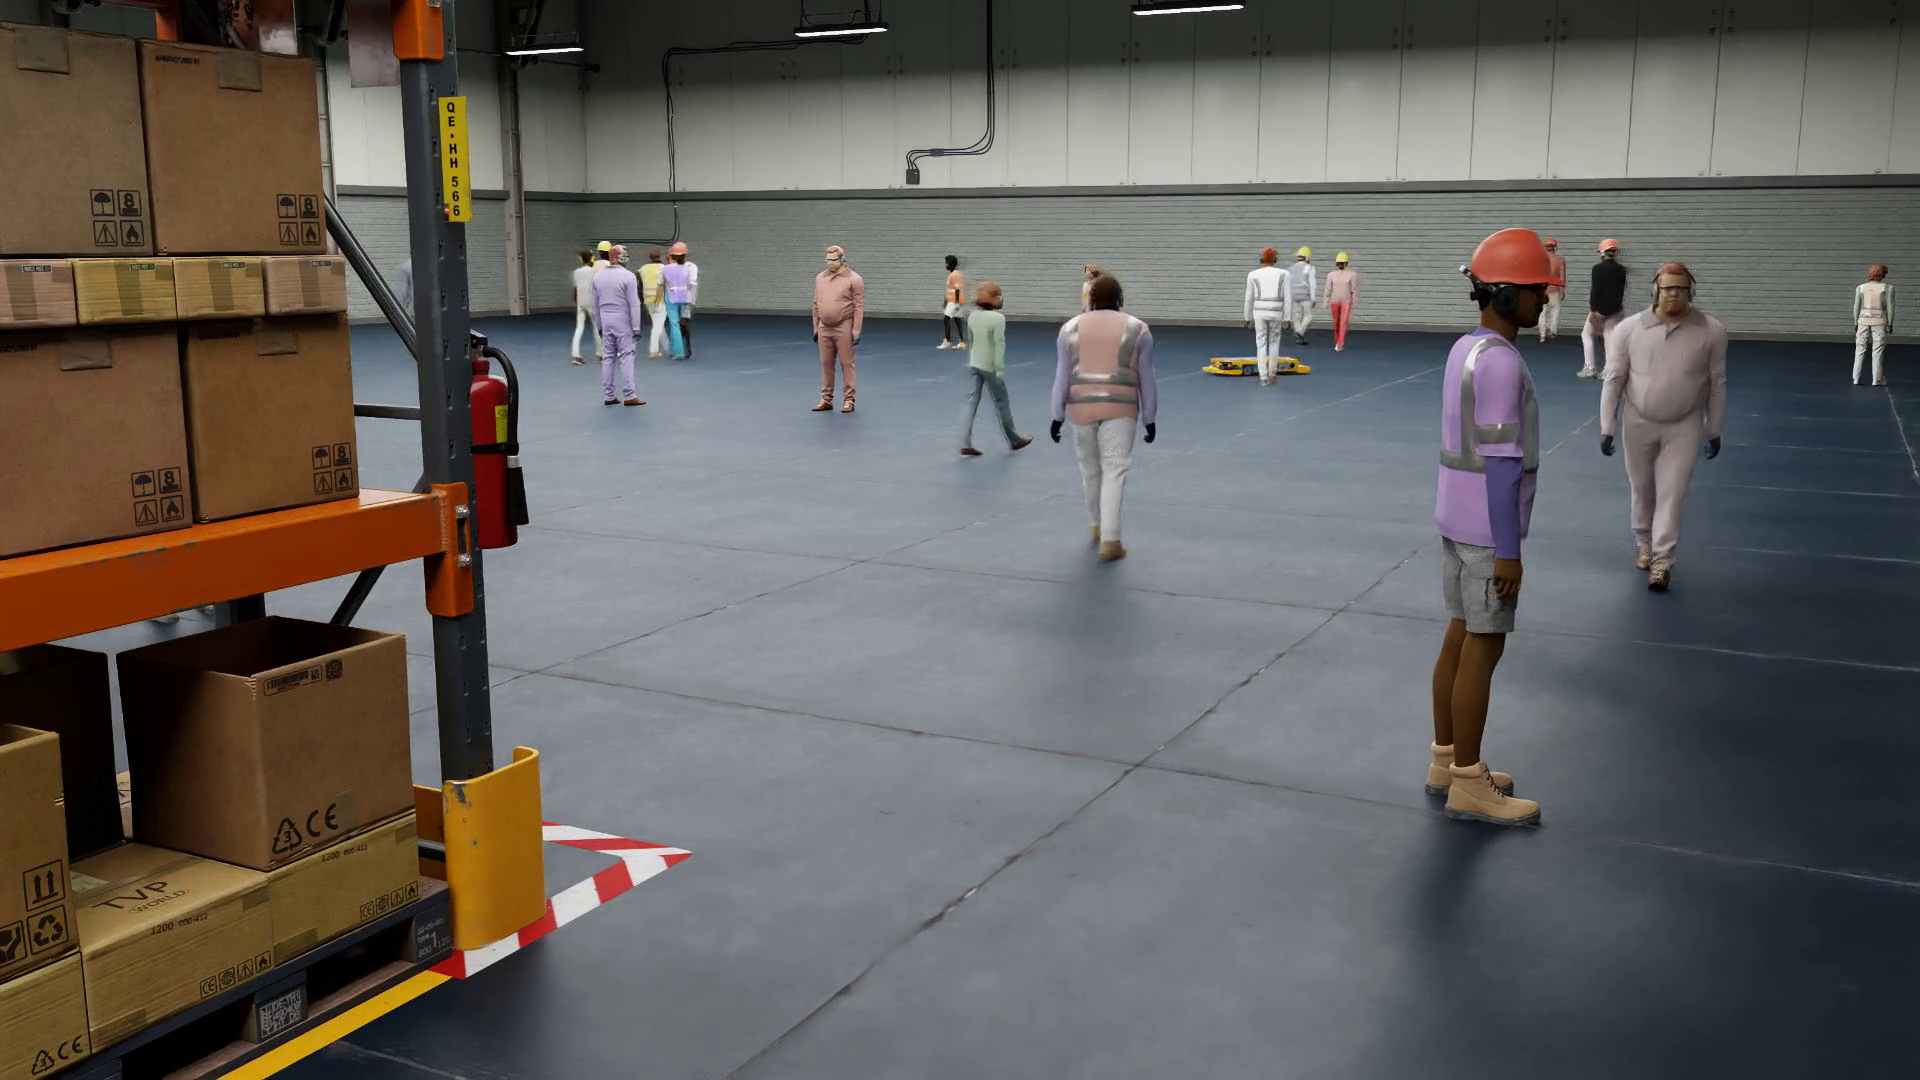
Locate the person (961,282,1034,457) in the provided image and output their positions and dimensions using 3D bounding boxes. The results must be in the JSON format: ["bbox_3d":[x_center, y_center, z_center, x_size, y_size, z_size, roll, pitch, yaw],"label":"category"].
[{"bbox_3d":[0.311,-1.569,15.299,0.825,1.585,0.523,-9,14,-41],"label":"person"}]

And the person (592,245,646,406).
[{"bbox_3d":[-4.056,-2.553,19.842,0.644,1.904,0.399,6,12,28],"label":"person"}]

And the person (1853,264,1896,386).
[{"bbox_3d":[12.270,-2.881,22.350,0.309,1.641,0.514,-9,14,-41],"label":"person"}]

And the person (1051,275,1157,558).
[{"bbox_3d":[0.946,-0.808,10.728,0.639,1.771,1.084,3,11,18],"label":"person"}]

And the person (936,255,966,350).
[{"bbox_3d":[-0.188,-4.190,29.385,0.663,1.669,0.534,0,10,0],"label":"person"}]

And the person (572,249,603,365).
[{"bbox_3d":[-5.875,-3.669,26.220,0.535,1.820,1.023,3,11,17],"label":"person"}]

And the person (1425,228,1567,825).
[{"bbox_3d":[1.853,-0.045,5.781,0.376,2.043,0.609,1,10,3],"label":"person"}]

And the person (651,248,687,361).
[{"bbox_3d":[-4.713,-3.831,27.083,0.890,1.792,0.602,10,14,43],"label":"person"}]

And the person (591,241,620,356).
[{"bbox_3d":[-5.929,-4.023,27.790,0.589,1.927,0.387,6,12,28],"label":"person"}]

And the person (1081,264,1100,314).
[{"bbox_3d":[2.036,-3.299,24.727,0.684,1.610,0.527,-6,12,-28],"label":"person"}]

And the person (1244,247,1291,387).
[{"bbox_3d":[4.148,-3.013,22.473,0.612,1.852,0.854,2,10,8],"label":"person"}]

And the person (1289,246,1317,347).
[{"bbox_3d":[6.234,-4.416,30.211,0.415,1.822,0.614,-8,13,-37],"label":"person"}]

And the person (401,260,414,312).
[{"bbox_3d":[-9.056,-4.038,27.935,0.635,1.917,0.892,1,10,6],"label":"person"}]

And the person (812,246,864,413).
[{"bbox_3d":[-1.424,-2.413,19.086,0.638,1.903,0.408,5,11,25],"label":"person"}]

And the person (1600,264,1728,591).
[{"bbox_3d":[4.116,-0.681,9.765,0.666,1.865,1.007,5,12,25],"label":"person"}]

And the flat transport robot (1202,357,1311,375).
[{"bbox_3d":[4.333,-2.556,24.312,1.431,0.197,0.652,-4,11,-19],"label":"flat transport robot"}]

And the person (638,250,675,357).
[{"bbox_3d":[-5.029,-3.968,27.909,0.651,1.775,0.987,4,11,23],"label":"person"}]

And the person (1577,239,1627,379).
[{"bbox_3d":[9.040,-3.250,23.460,0.637,1.966,0.679,-4,11,-21],"label":"person"}]

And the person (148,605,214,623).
[{"bbox_3d":[-4.156,-0.489,8.746,0.345,1.846,0.508,9,14,41],"label":"person"}]

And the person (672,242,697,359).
[{"bbox_3d":[-4.524,-3.876,27.047,0.582,1.903,0.582,4,11,22],"label":"person"}]

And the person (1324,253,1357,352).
[{"bbox_3d":[6.671,-4.170,29.153,0.541,1.726,0.900,4,11,22],"label":"person"}]

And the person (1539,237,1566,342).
[{"bbox_3d":[11.261,-4.781,31.758,0.654,1.979,0.572,7,13,35],"label":"person"}]
